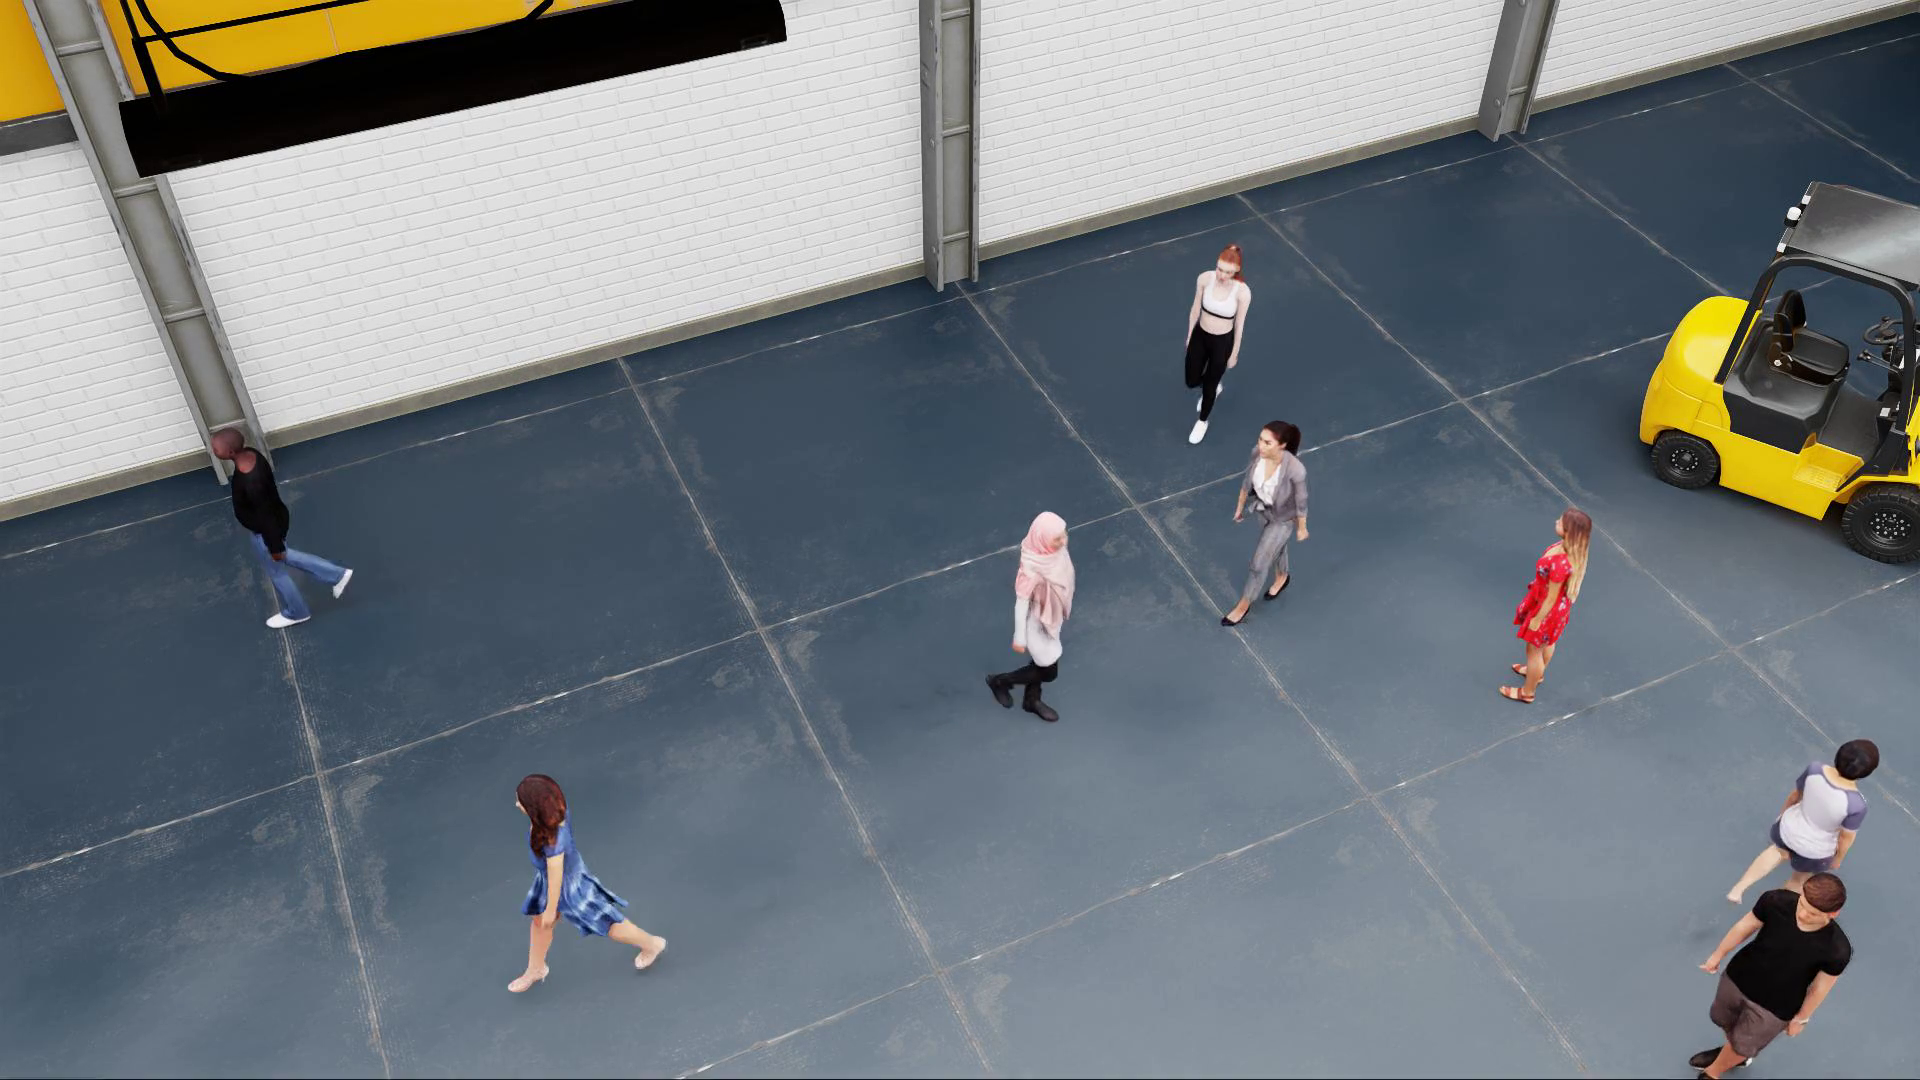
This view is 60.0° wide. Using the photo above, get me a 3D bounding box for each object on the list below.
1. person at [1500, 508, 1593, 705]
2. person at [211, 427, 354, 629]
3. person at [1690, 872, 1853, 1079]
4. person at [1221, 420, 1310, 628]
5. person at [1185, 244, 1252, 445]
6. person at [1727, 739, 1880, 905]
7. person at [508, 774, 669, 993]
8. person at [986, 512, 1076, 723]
[{"bbox_3d":[3.772,0.424,10.628,0.721,1.592,0.624,26,49,25],"label":"person"},{"bbox_3d":[-4.512,-0.107,11.084,0.887,1.733,0.650,-14,45,-14],"label":"person"},{"bbox_3d":[4.149,2.270,8.499,0.801,1.858,0.743,-22,48,-21],"label":"person"},{"bbox_3d":[2.189,-0.171,11.219,0.948,1.639,0.709,-26,49,-25],"label":"person"},{"bbox_3d":[1.955,-1.530,12.577,0.796,1.734,0.872,24,48,23],"label":"person"},{"bbox_3d":[4.737,1.676,9.346,0.720,1.549,0.558,-17,46,-17],"label":"person"},{"bbox_3d":[-2.027,1.879,8.980,1.128,1.759,0.647,-16,46,-16],"label":"person"},{"bbox_3d":[0.425,0.485,10.418,0.915,1.795,0.864,18,47,18],"label":"person"}]
